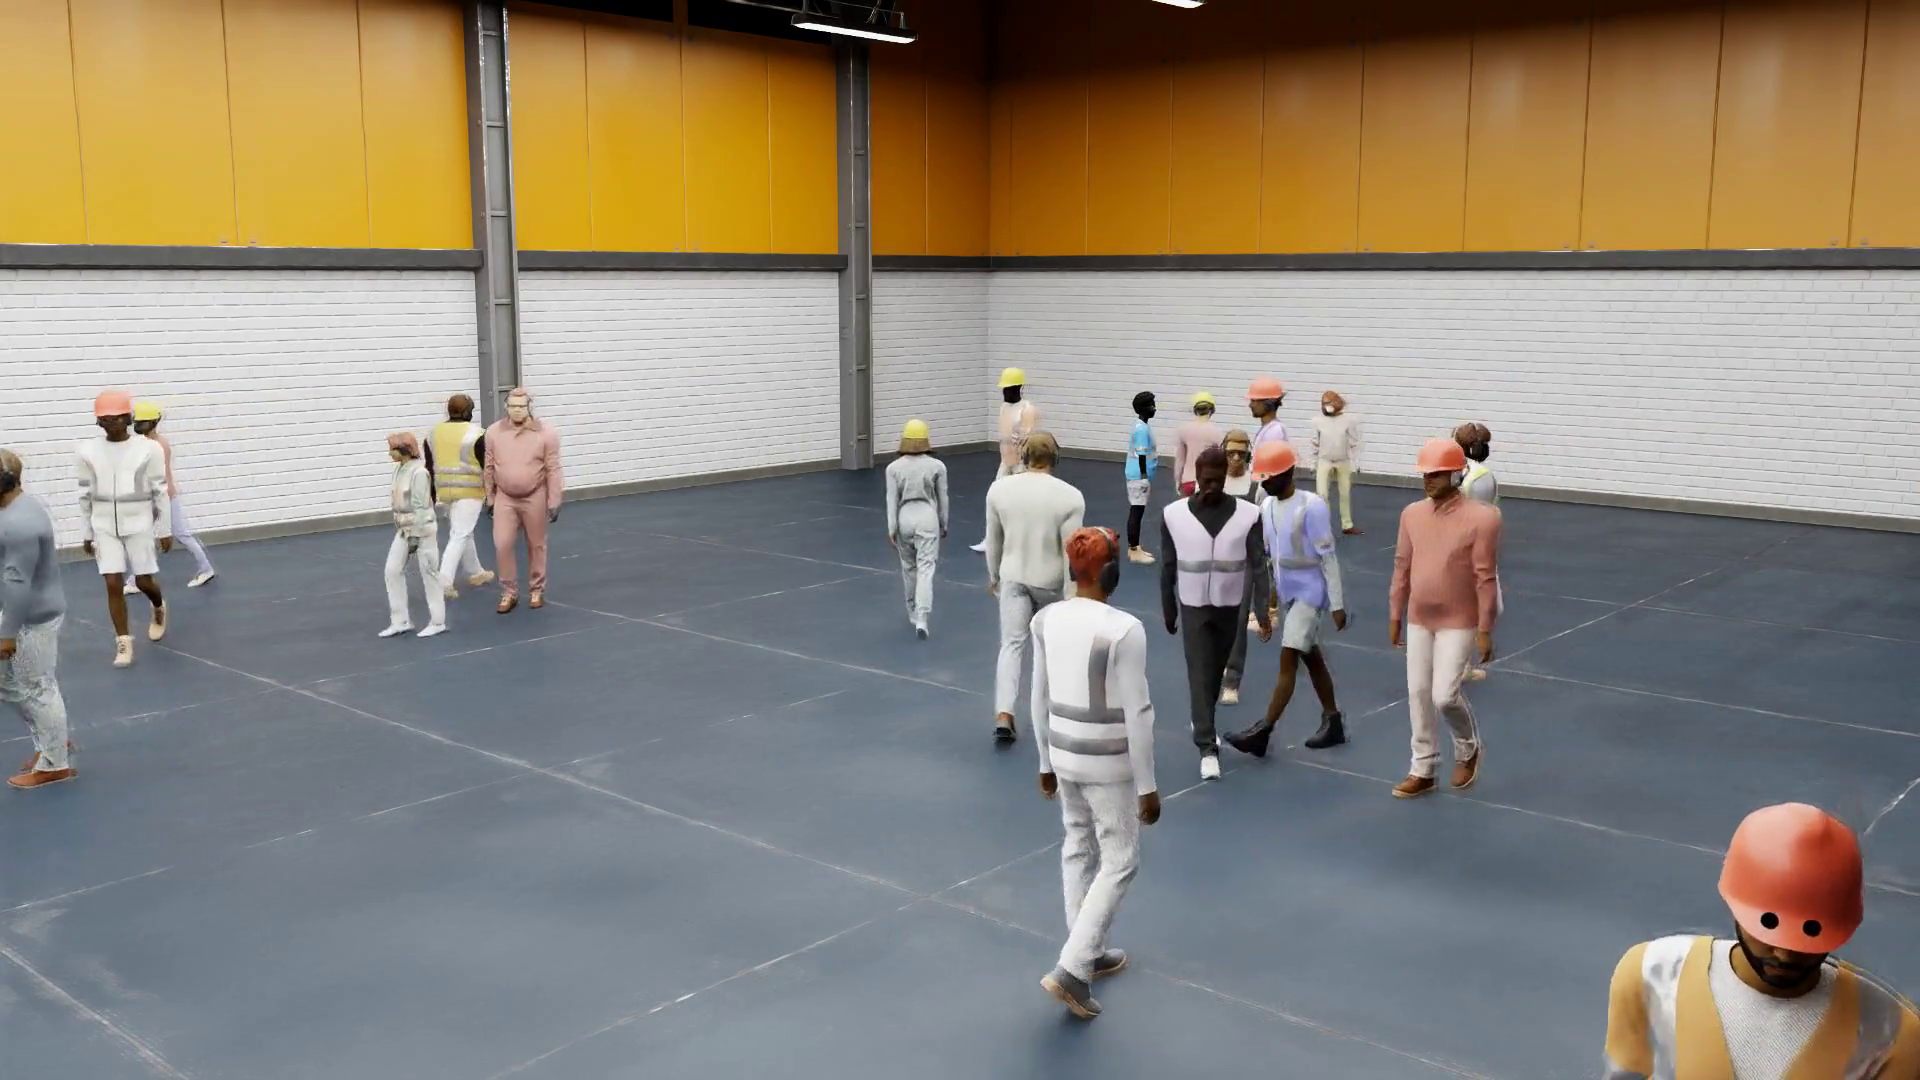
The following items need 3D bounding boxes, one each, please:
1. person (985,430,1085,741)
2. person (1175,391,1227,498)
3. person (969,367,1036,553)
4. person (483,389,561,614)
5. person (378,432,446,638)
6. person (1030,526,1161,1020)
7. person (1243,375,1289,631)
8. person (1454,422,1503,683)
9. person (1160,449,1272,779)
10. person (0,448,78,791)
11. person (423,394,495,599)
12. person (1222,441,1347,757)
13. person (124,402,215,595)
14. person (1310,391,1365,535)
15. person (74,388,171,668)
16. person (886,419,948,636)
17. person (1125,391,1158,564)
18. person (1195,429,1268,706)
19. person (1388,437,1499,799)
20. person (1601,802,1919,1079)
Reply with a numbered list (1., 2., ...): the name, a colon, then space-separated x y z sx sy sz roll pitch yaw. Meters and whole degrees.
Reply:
1. person: 0.442 0.271 10.241 0.644 1.904 1.001 2 9 13
2. person: 2.332 -0.536 15.733 0.561 1.734 0.563 8 12 41
3. person: 0.453 -0.774 16.721 0.732 1.904 0.617 -6 11 -31
4. person: -3.686 -0.324 13.965 0.673 1.881 0.717 0 9 -2
5. person: -4.302 -0.026 12.921 0.538 1.615 0.611 8 12 42
6. person: 0.505 0.883 6.468 0.538 1.890 0.595 -7 12 -39
7. person: 2.429 -0.292 13.286 0.380 2.042 0.614 1 9 7
8. person: 3.486 0.104 11.454 0.435 1.832 0.648 -2 9 -15
9. person: 1.463 0.380 9.688 0.607 1.860 1.050 0 9 -1
10. person: -5.114 0.441 9.073 0.435 1.920 0.637 -7 11 -35
11. person: -4.434 -0.400 14.759 0.624 1.793 0.990 3 10 21
12. person: 1.929 0.348 9.823 0.991 1.866 0.602 -4 10 -22
13. person: -7.152 -0.386 14.898 0.530 1.719 0.916 7 11 37
14. person: 4.109 -0.818 18.017 0.639 1.603 0.414 1 9 8
15. person: -6.120 -0.112 12.231 0.611 2.024 0.757 -2 9 -12
16. person: -0.349 -0.111 13.220 0.482 1.700 0.919 1 9 7
17. person: 1.791 -0.620 16.428 0.322 1.697 0.534 1 9 4
18. person: 1.828 0.145 11.236 0.517 1.822 0.847 2 9 13
19. person: 2.575 0.430 8.952 0.443 1.978 0.644 -7 11 -37
20. person: 1.429 1.402 3.073 0.571 1.902 0.719 4 10 25
